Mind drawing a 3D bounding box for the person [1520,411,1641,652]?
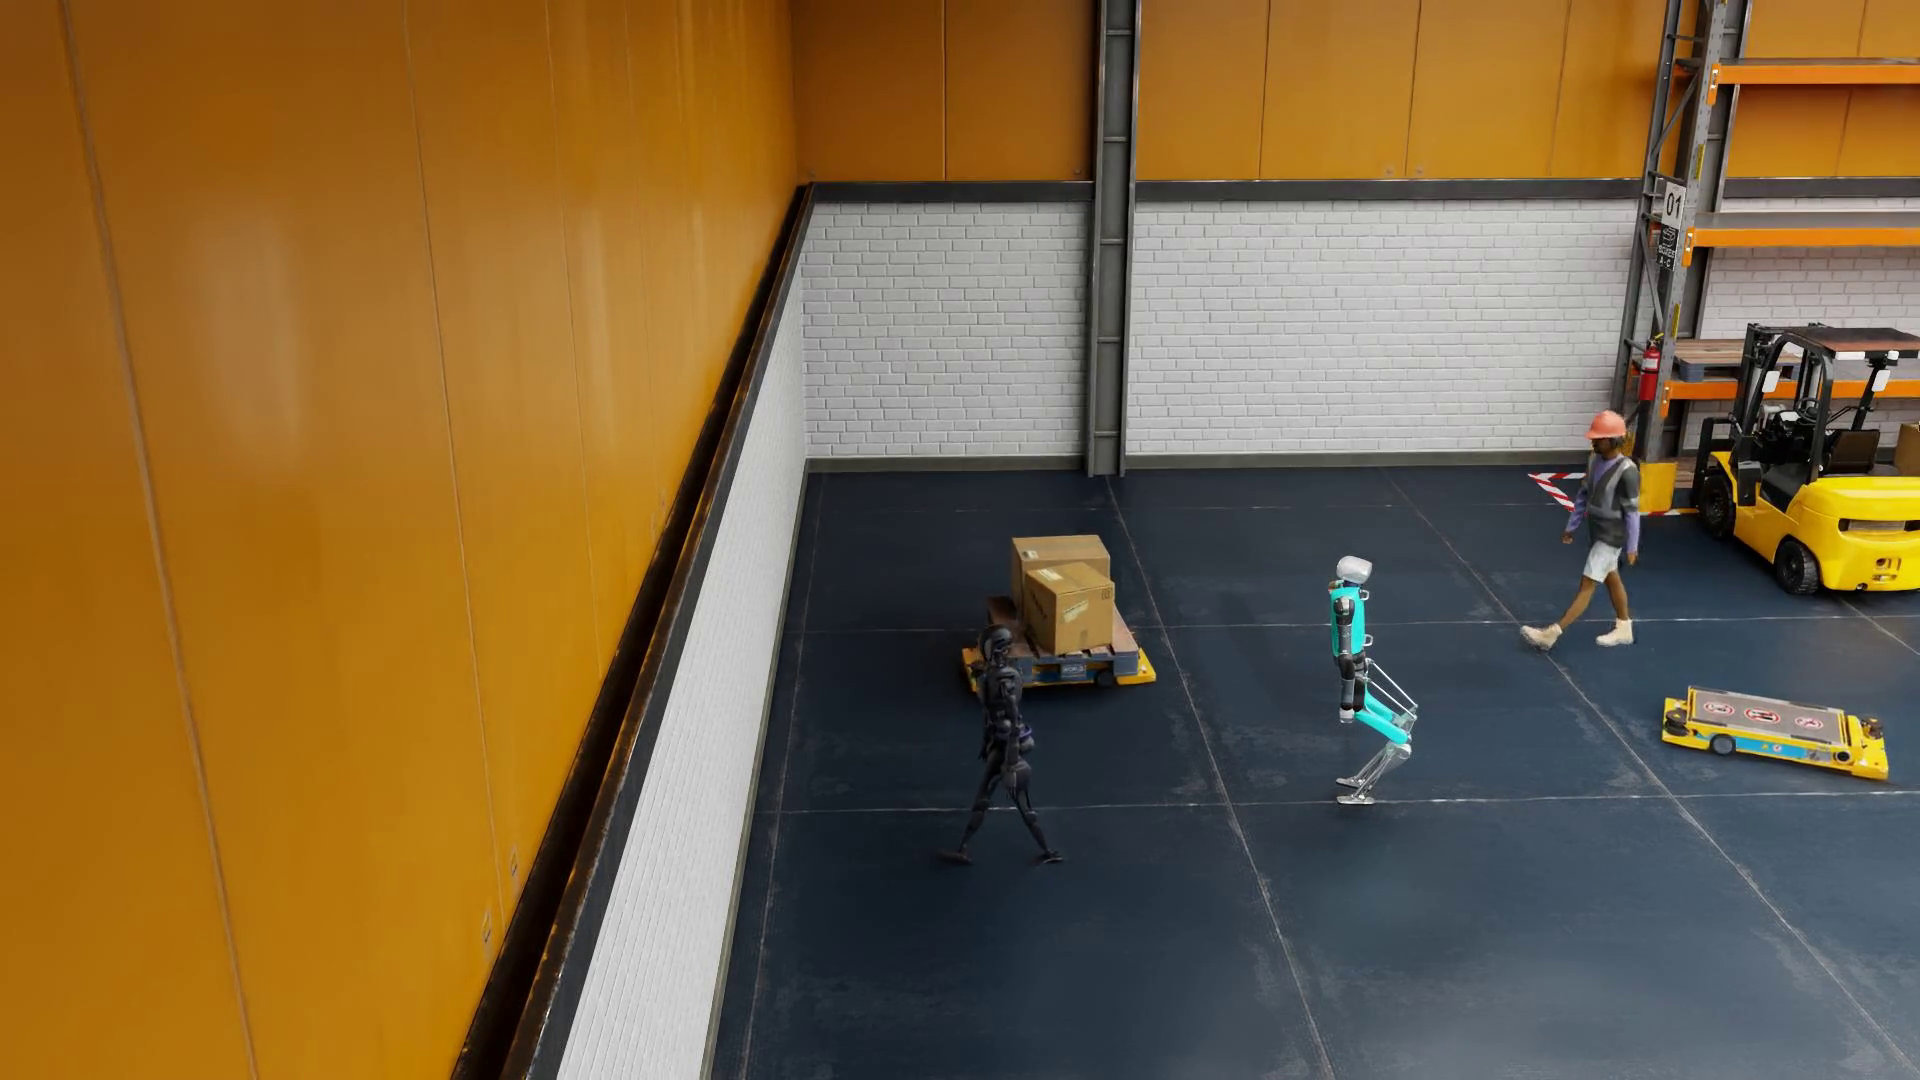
[{"bbox_3d":[5.027,-0.054,13.210,1.044,1.988,0.619,-1,20,-4],"label":"person"}]

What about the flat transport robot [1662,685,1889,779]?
[{"bbox_3d":[5.796,1.362,11.862,1.431,0.231,0.659,9,22,22],"label":"flat transport robot"}]

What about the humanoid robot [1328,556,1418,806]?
[{"bbox_3d":[2.701,0.930,10.719,0.735,1.677,0.533,6,21,15],"label":"humanoid robot"}]

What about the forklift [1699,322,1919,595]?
[{"bbox_3d":[7.809,-0.792,14.926,1.214,2.155,2.313,-1,20,-2],"label":"forklift"}]

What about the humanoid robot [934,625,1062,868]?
[{"bbox_3d":[0.262,1.282,10.122,0.794,1.621,0.590,-6,21,-17],"label":"humanoid robot"}]

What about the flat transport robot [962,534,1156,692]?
[{"bbox_3d":[0.762,0.939,13.008,1.431,0.231,0.659,-3,20,-7],"label":"flat transport robot"}]
